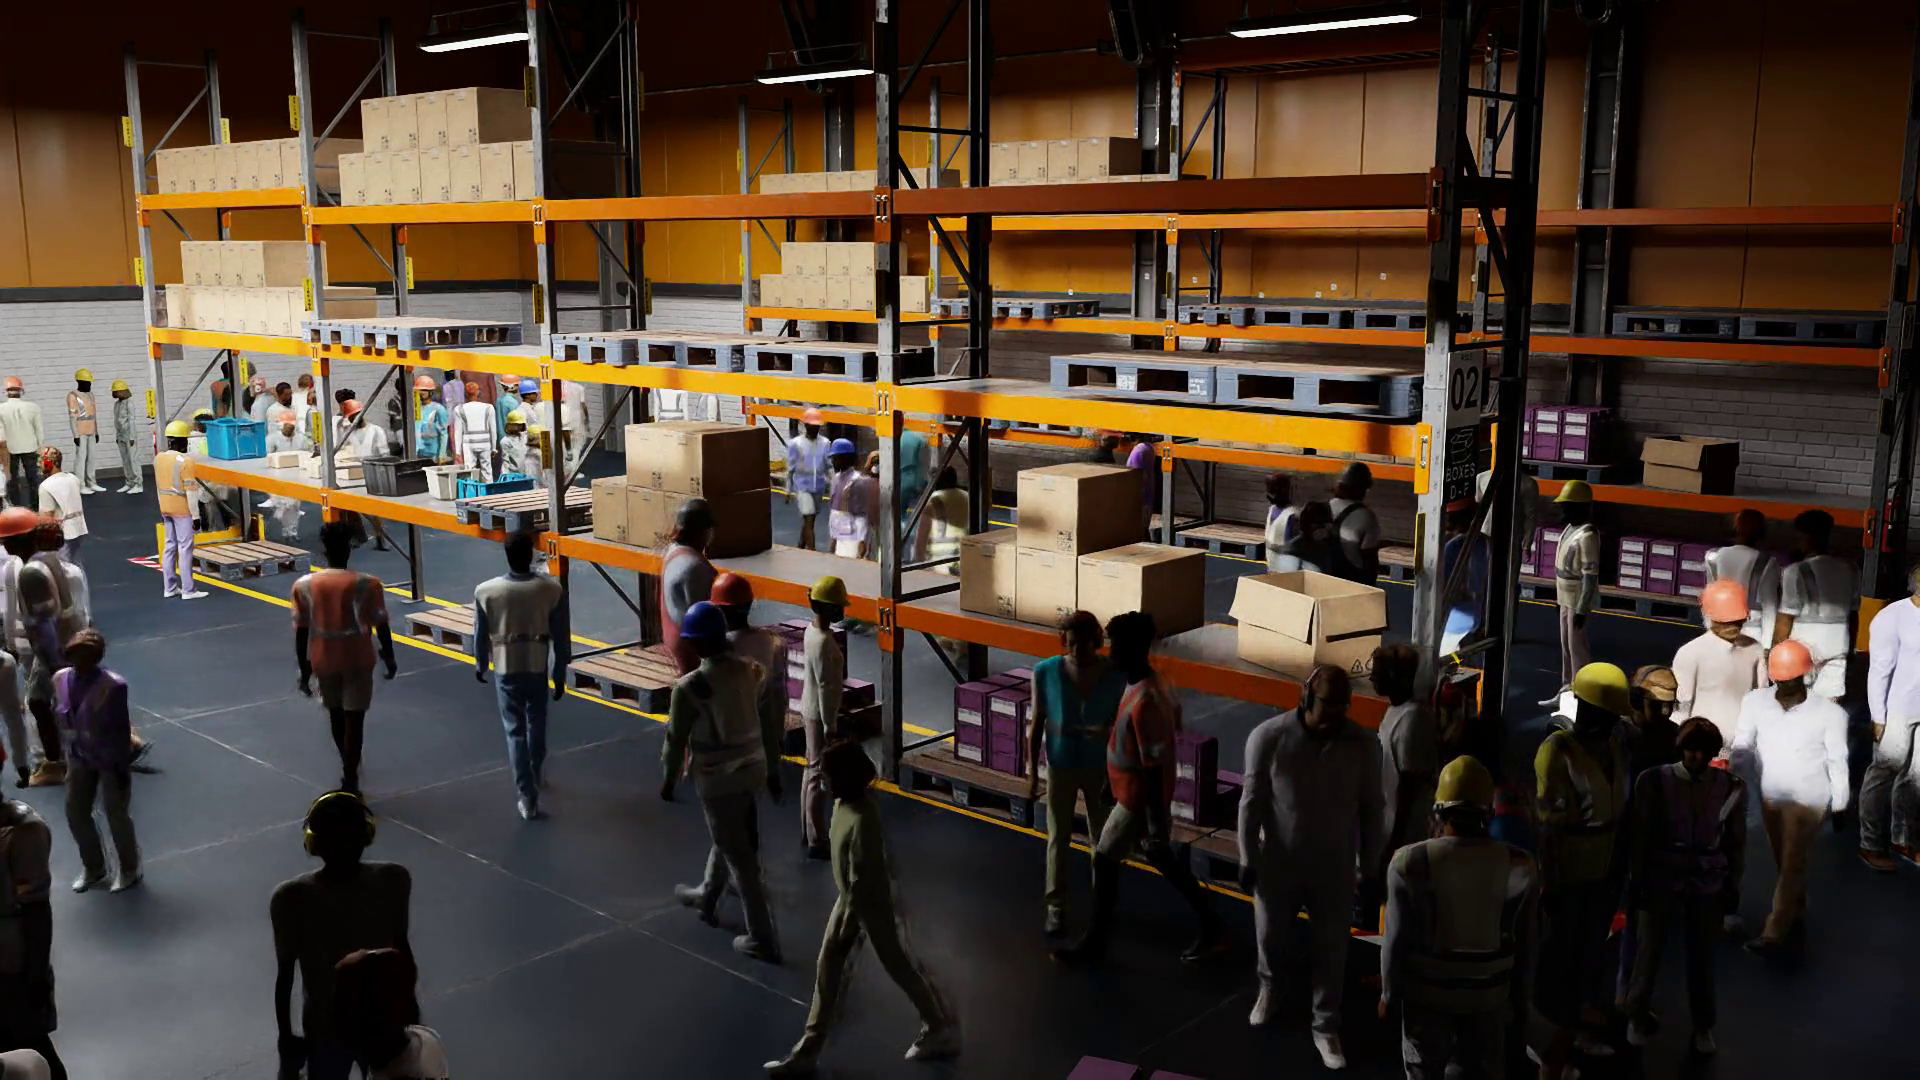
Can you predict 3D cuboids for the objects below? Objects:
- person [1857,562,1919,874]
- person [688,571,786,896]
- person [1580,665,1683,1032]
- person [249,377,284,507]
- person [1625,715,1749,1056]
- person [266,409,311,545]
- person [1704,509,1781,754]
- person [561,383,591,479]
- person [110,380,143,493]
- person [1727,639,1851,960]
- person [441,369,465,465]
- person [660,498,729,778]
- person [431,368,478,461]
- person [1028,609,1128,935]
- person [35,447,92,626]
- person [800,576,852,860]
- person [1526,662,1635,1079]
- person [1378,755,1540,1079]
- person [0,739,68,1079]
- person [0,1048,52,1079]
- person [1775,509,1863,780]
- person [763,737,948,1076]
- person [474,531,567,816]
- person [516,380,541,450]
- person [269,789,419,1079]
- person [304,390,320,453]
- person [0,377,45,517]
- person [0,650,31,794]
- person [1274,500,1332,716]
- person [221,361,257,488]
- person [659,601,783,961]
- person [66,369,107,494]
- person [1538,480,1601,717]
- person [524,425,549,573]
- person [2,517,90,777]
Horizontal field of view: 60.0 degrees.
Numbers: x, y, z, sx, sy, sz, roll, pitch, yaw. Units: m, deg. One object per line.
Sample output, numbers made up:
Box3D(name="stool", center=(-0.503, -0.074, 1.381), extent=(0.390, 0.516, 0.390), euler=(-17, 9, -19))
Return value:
Box3D(name="person", center=(5.765, 1.047, 10.068), extent=(0.628, 1.936, 0.375), euler=(-3, 10, -15))
Box3D(name="person", center=(-1.345, 1.123, 9.666), extent=(0.611, 1.917, 0.559), euler=(9, 13, 40))
Box3D(name="person", center=(3.232, 1.475, 7.978), extent=(0.506, 1.830, 0.368), euler=(-1, 10, -7))
Box3D(name="person", center=(-10.124, -1.430, 24.219), extent=(0.402, 1.895, 0.663), euler=(-1, 10, -7))
Box3D(name="person", center=(3.388, 1.608, 7.777), extent=(0.513, 1.631, 0.321), euler=(2, 10, 14))
Box3D(name="person", center=(-8.470, -0.798, 21.081), extent=(0.570, 1.728, 0.596), euler=(6, 12, 33))
Box3D(name="person", center=(5.805, 0.687, 12.321), extent=(0.790, 1.853, 0.571), euler=(-9, 14, -42))
Box3D(name="person", center=(-6.320, -1.919, 27.092), extent=(0.634, 1.843, 0.504), euler=(2, 10, 10))
Box3D(name="person", center=(-12.804, -1.582, 25.497), extent=(0.483, 1.738, 0.322), euler=(7, 12, 35))
Box3D(name="person", center=(4.391, 1.370, 8.899), extent=(0.871, 1.704, 0.570), euler=(-7, 12, -36))
Box3D(name="person", center=(-8.266, -1.968, 27.146), extent=(0.383, 1.924, 0.589), euler=(2, 10, 10))
Box3D(name="person", center=(-1.840, 0.688, 11.800), extent=(0.538, 2.000, 0.691), euler=(-2, 10, -13))
Box3D(name="person", center=(-8.886, -2.385, 29.176), extent=(0.823, 2.000, 0.686), euler=(2, 10, 8))
Box3D(name="person", center=(0.662, 1.262, 9.161), extent=(0.577, 1.830, 0.418), euler=(0, 10, 2))
Box3D(name="person", center=(-8.780, -0.004, 16.302), extent=(0.392, 1.836, 0.562), euler=(0, 10, 1))
Box3D(name="person", center=(-0.827, 1.089, 10.326), extent=(0.329, 1.762, 0.533), euler=(-2, 10, -11))
Box3D(name="person", center=(2.845, 1.488, 7.621), extent=(0.585, 1.919, 0.374), euler=(-9, 13, -41))
Box3D(name="person", center=(1.926, 1.734, 6.476), extent=(0.601, 1.830, 0.404), euler=(0, 10, 2))
Box3D(name="person", center=(-3.853, 1.659, 6.639), extent=(0.546, 1.929, 0.385), euler=(5, 11, 26))
Box3D(name="person", center=(-2.648, 2.069, 4.541), extent=(0.393, 1.847, 0.563), euler=(1, 10, 3))
Box3D(name="person", center=(6.006, 0.756, 11.661), extent=(0.713, 1.953, 0.418), euler=(-2, 10, -13))
Box3D(name="person", center=(-0.433, 1.664, 7.590), extent=(0.885, 1.580, 0.515), euler=(-4, 11, -23))
Box3D(name="person", center=(-2.984, 0.862, 11.312), extent=(0.590, 1.865, 1.010), euler=(-4, 11, -20))
Box3D(name="person", center=(-5.920, -1.223, 22.857), extent=(0.379, 1.951, 0.606), euler=(0, 10, -3))
Box3D(name="person", center=(-2.206, 1.797, 6.028), extent=(0.529, 1.865, 0.311), euler=(-7, 12, -33))
Box3D(name="person", center=(-9.658, -1.425, 24.919), extent=(0.313, 1.632, 0.521), euler=(-3, 10, -16))
Box3D(name="person", center=(-12.961, -1.248, 22.916), extent=(0.657, 1.985, 0.447), euler=(-8, 13, -40))
Box3D(name="person", center=(-5.504, 1.225, 9.234), extent=(0.601, 1.871, 0.400), euler=(-4, 11, -22))
Box3D(name="person", center=(2.539, 0.662, 12.245), extent=(0.366, 1.936, 0.630), euler=(7, 12, 36))
Box3D(name="person", center=(-11.170, -1.833, 26.054), extent=(0.692, 2.000, 1.038), euler=(2, 10, 12))
Box3D(name="person", center=(-1.330, 1.262, 8.948), extent=(0.987, 1.891, 0.607), euler=(8, 13, 37))
Box3D(name="person", center=(-13.363, -1.660, 25.436), extent=(0.400, 1.918, 0.592), euler=(1, 10, 5))
Box3D(name="person", center=(4.912, 0.473, 13.333), extent=(0.375, 1.929, 0.585), euler=(1, 10, 5))
Box3D(name="person", center=(-4.910, -0.476, 19.364), extent=(0.331, 1.702, 0.627), euler=(-6, 12, -31))
Box3D(name="person", center=(-6.497, 0.768, 11.838), extent=(0.649, 1.874, 0.377), euler=(1, 10, 3))
